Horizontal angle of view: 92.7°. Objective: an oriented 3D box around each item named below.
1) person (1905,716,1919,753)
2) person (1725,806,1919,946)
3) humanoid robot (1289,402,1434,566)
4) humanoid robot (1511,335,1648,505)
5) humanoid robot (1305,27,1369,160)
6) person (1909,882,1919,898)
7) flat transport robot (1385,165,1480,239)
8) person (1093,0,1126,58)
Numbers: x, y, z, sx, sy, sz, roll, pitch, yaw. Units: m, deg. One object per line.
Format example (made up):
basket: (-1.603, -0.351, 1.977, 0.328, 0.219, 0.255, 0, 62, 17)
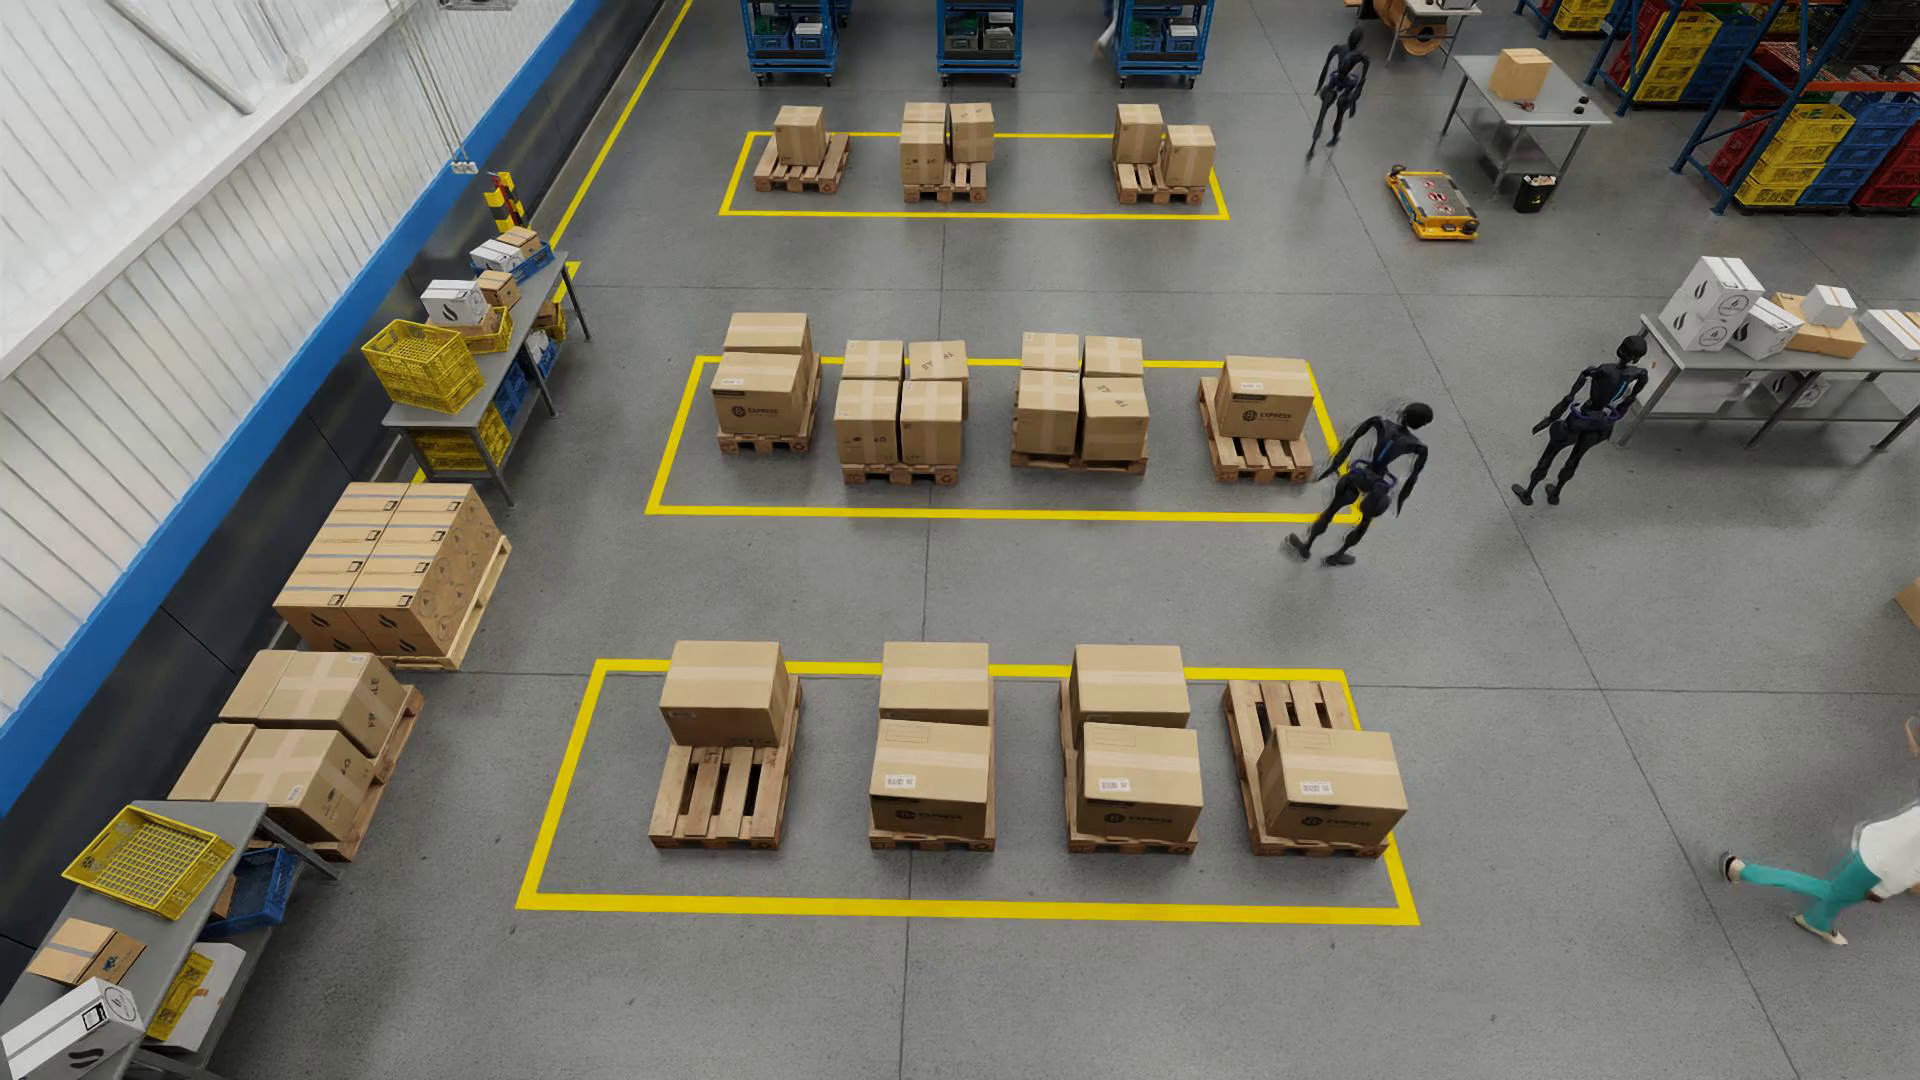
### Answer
person: (6.803, 0.670, 5.843, 0.663, 1.951, 0.634, 17, 51, 14)
person: (5.087, 1.720, 5.087, 0.694, 1.721, 0.551, 33, 57, 25)
humanoid robot: (3.057, -0.419, 6.974, 0.663, 1.624, 0.427, 34, 57, 26)
humanoid robot: (5.032, -0.949, 7.414, 0.610, 1.657, 0.310, 1, 49, 1)
humanoid robot: (4.786, -5.672, 11.564, 0.625, 1.617, 0.795, 26, 54, 21)
person: (6.147, 1.510, 5.056, 0.706, 2.000, 0.665, -24, 53, -20)
flat transport robot: (5.692, -4.094, 11.059, 0.652, 0.197, 1.431, 1, 49, 1)
person: (2.330, -8.112, 13.501, 0.748, 1.864, 0.592, -23, 53, -19)
